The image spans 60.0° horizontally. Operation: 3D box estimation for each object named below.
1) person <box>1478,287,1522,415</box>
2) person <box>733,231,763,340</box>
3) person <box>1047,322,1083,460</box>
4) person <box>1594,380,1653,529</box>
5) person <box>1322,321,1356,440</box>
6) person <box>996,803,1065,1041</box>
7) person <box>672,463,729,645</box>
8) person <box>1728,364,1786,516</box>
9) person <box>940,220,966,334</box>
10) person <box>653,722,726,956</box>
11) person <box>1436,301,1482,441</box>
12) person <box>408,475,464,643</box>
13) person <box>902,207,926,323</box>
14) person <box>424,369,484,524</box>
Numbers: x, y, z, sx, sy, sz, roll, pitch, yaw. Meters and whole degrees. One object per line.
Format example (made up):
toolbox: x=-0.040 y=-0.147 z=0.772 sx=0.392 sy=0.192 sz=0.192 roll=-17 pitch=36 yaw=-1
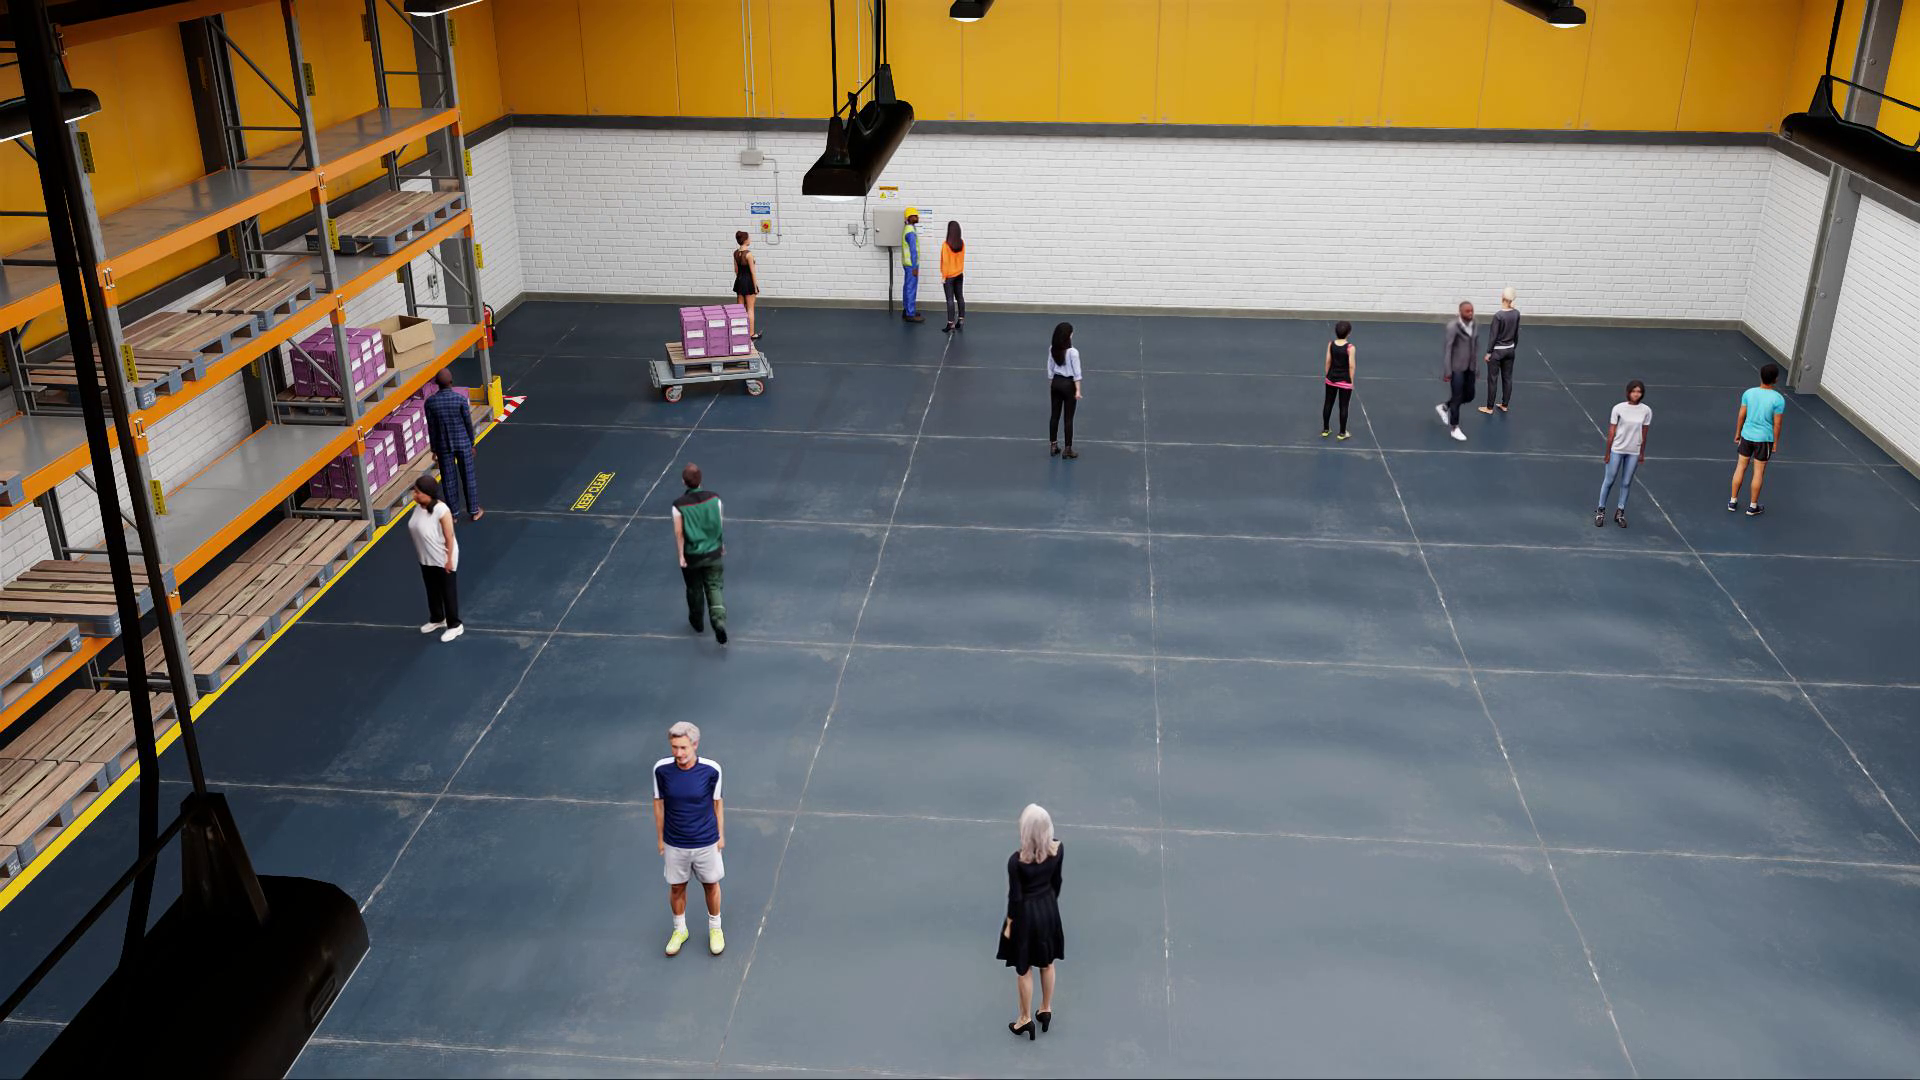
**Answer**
person: x=7.296 y=-2.561 z=22.377 sx=0.680 sy=1.726 sz=0.662 roll=-8 pitch=25 yaw=-18
person: x=-3.300 y=-3.930 z=25.574 sx=0.677 sy=1.675 sz=0.712 roll=18 pitch=29 yaw=35
person: x=1.290 y=-1.879 z=20.795 sx=0.730 sy=1.743 sz=0.753 roll=20 pitch=30 yaw=38
person: x=7.501 y=-0.983 z=18.777 sx=0.590 sy=1.719 sz=0.532 roll=4 pitch=24 yaw=9
person: x=4.900 y=-2.086 z=21.508 sx=0.627 sy=1.552 sz=0.662 roll=18 pitch=29 yaw=35
person: x=0.475 y=2.475 z=10.831 sx=0.706 sy=1.746 sz=0.746 roll=-14 pitch=27 yaw=-29
person: x=-2.477 y=0.145 z=16.070 sx=0.929 sy=1.820 sz=1.158 roll=-8 pitch=25 yaw=-18
person: x=9.158 y=-1.164 z=19.121 sx=0.691 sy=1.774 sz=0.713 roll=20 pitch=30 yaw=38
person: x=-0.105 y=-4.113 z=25.901 sx=0.768 sy=1.748 sz=0.687 roll=21 pitch=31 yaw=39
person: x=-1.885 y=2.067 z=11.649 sx=0.659 sy=1.839 sz=0.591 roll=-1 pitch=24 yaw=-2
person: x=6.435 y=-2.230 z=21.523 sx=0.991 sy=1.803 sz=1.081 roll=-12 pitch=26 yaw=-25
person: x=-5.116 y=0.152 z=16.220 sx=0.763 sy=1.687 sz=0.802 roll=20 pitch=30 yaw=38
person: x=-0.773 y=-4.406 z=26.489 sx=0.769 sy=1.813 sz=0.590 roll=-3 pitch=24 yaw=-7
person: x=-5.745 y=-1.077 z=18.868 sx=0.741 sy=1.819 sz=0.726 roll=-6 pitch=24 yaw=-14
